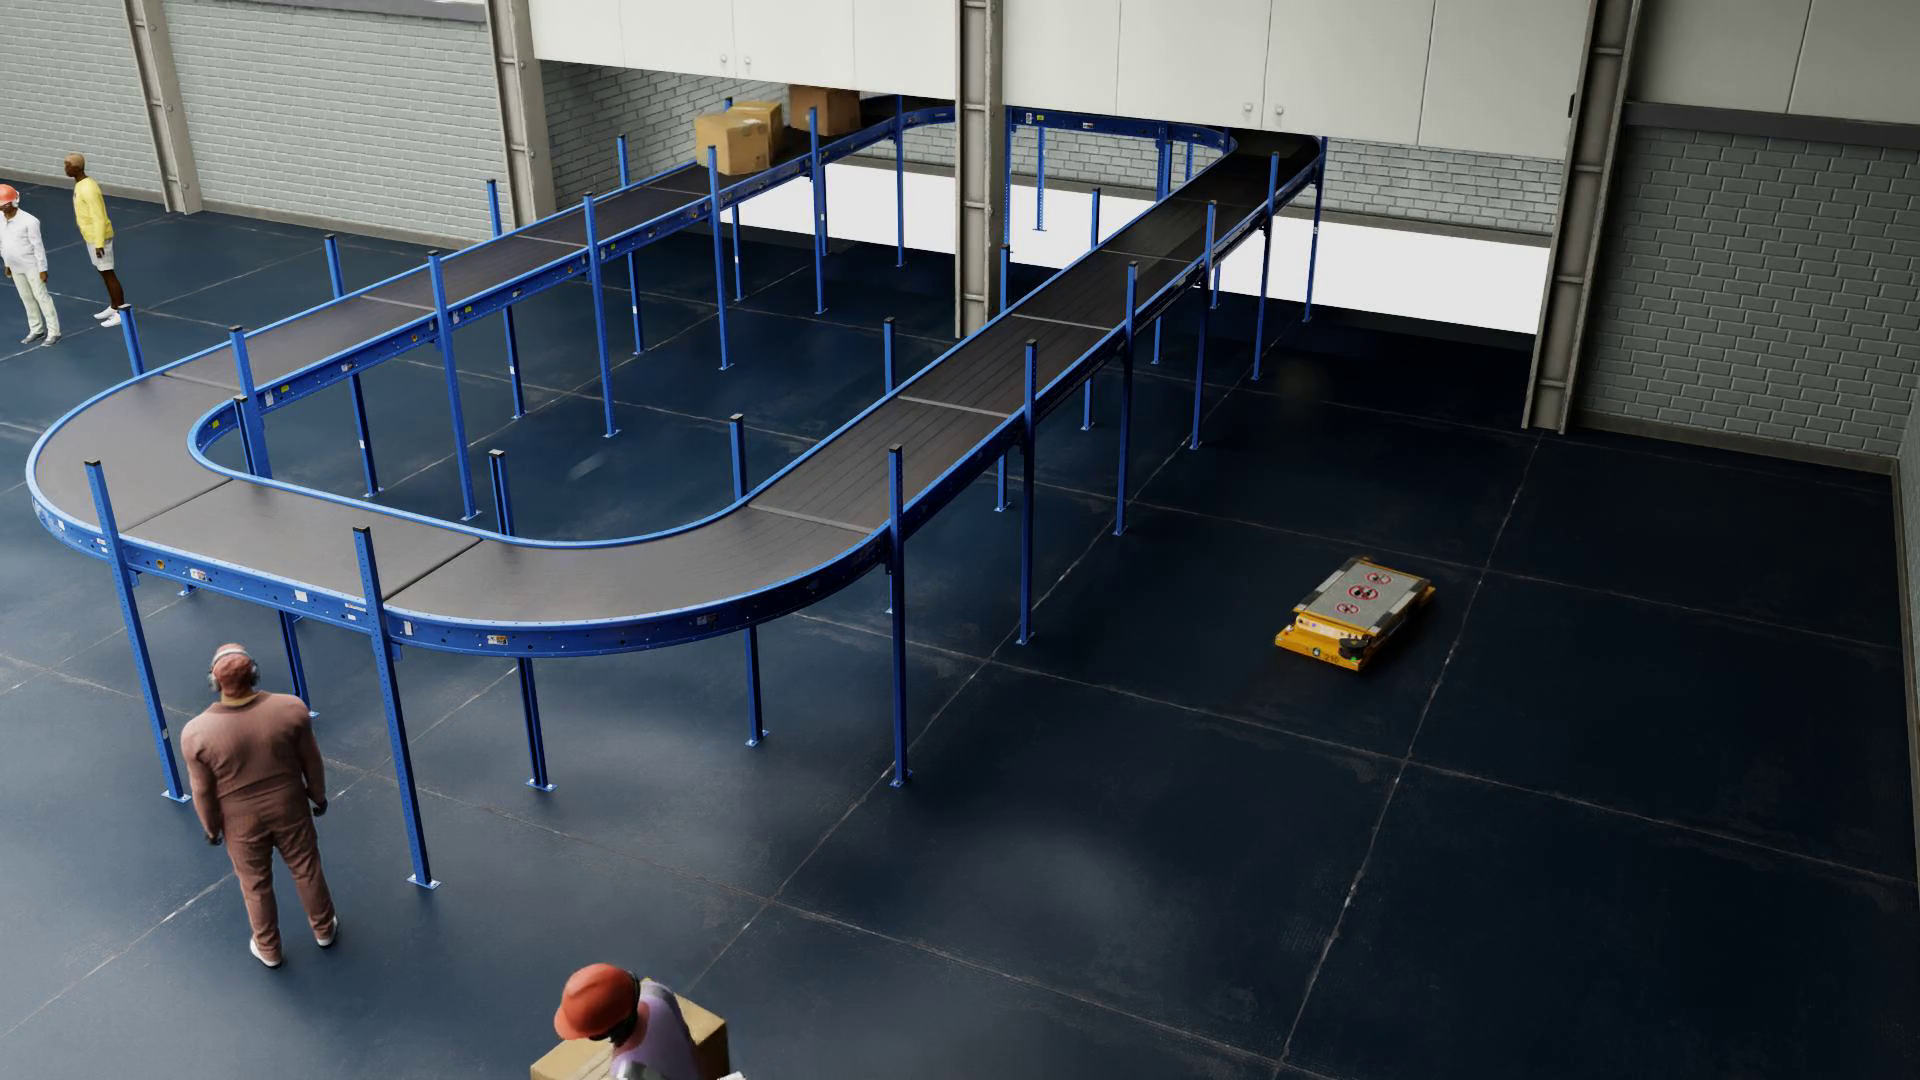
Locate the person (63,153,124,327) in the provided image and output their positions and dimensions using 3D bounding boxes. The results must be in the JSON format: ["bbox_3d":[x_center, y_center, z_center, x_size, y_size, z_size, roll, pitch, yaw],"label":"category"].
[{"bbox_3d":[-9.511,-3.312,18.318,0.361,1.897,0.555,-17,31,-30],"label":"person"}]

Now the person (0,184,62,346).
[{"bbox_3d":[-9.977,-2.930,17.720,0.561,1.743,0.347,9,28,17],"label":"person"}]

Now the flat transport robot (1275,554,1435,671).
[{"bbox_3d":[2.973,0.525,12.418,0.659,0.231,1.431,18,32,32],"label":"flat transport robot"}]

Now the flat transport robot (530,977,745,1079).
[{"bbox_3d":[-1.309,3.039,7.353,1.431,0.231,0.659,-20,33,-35],"label":"flat transport robot"}]

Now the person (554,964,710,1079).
[{"bbox_3d":[-1.208,2.434,6.646,0.641,1.985,0.648,-1,26,-2],"label":"person"}]

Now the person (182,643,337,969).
[{"bbox_3d":[-3.691,1.403,8.809,0.653,1.906,0.410,-16,31,-29],"label":"person"}]
